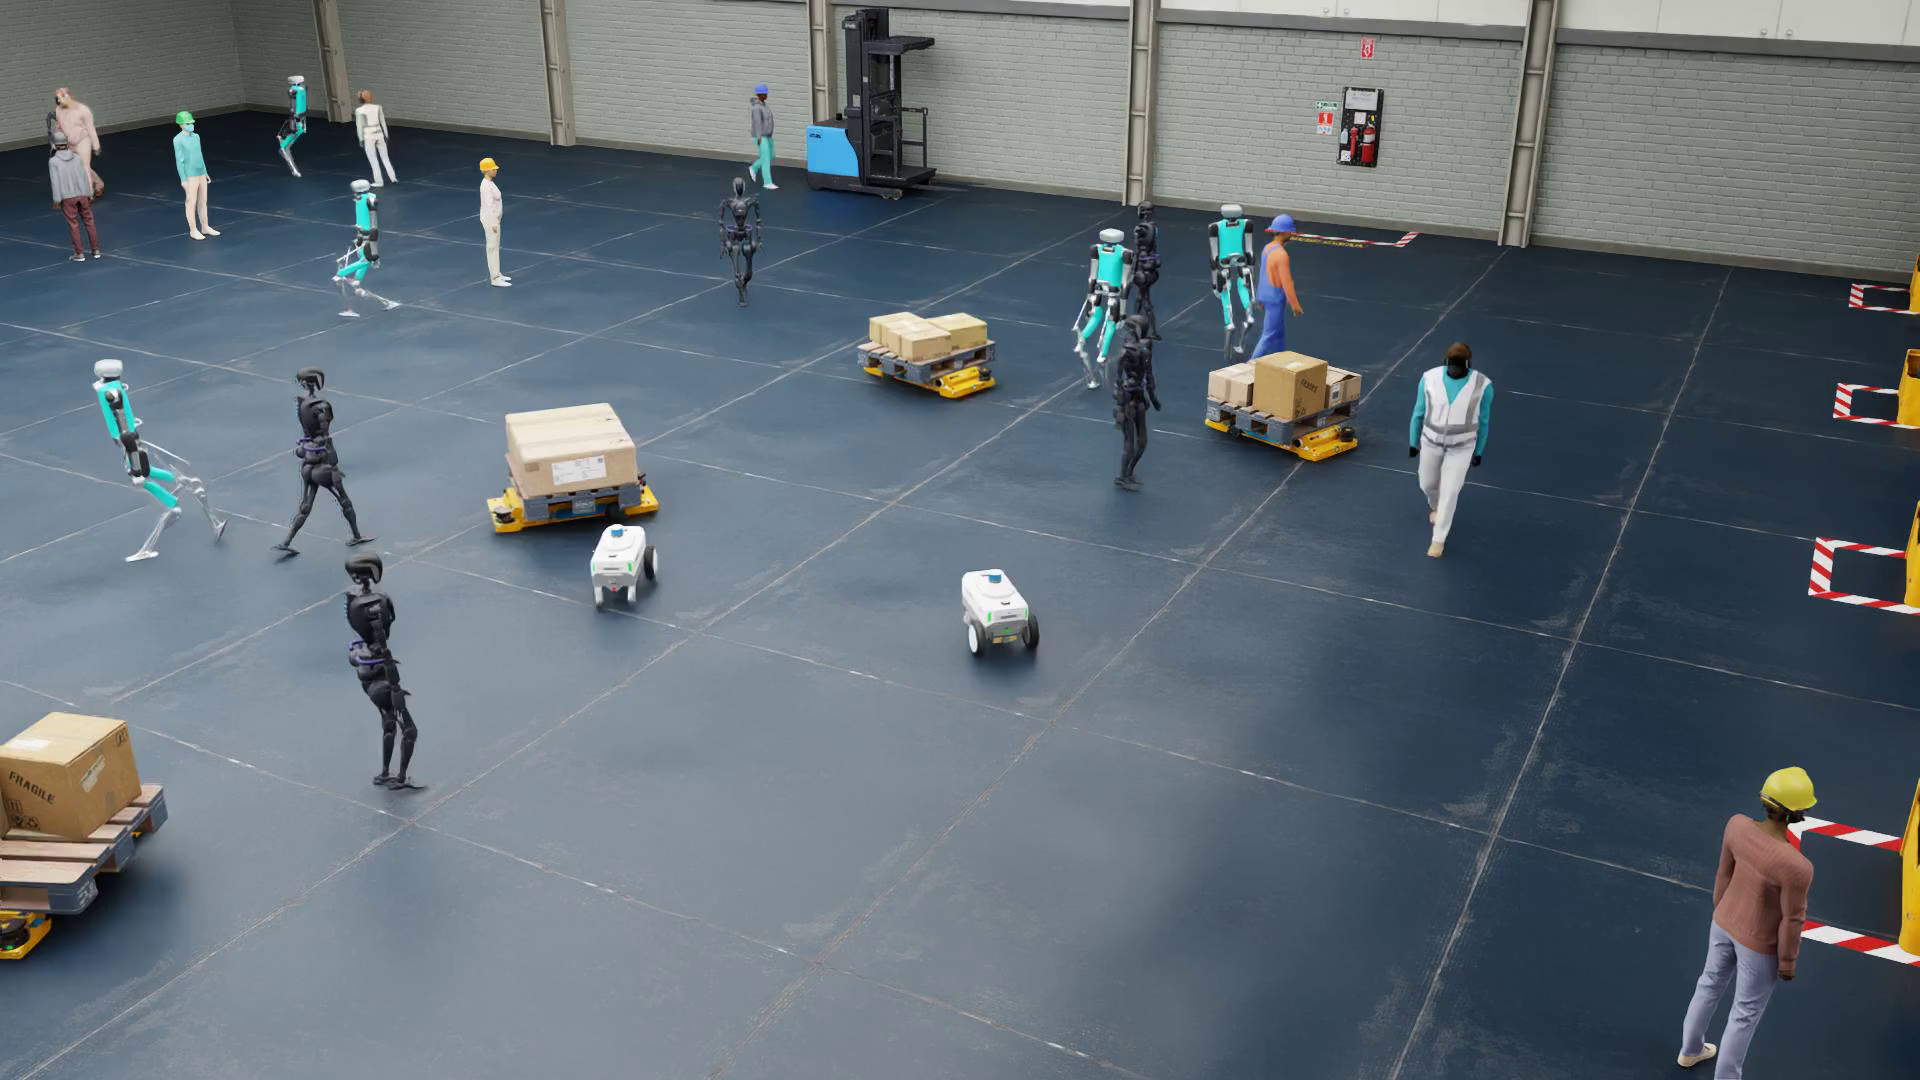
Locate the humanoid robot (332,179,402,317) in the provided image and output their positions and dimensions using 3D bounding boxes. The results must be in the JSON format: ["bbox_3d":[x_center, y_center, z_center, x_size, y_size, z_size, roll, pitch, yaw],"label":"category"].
[{"bbox_3d":[-7.510,-3.551,20.599,1.042,1.738,0.548,-18,29,-35],"label":"humanoid robot"}]

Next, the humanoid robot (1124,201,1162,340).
[{"bbox_3d":[2.173,-3.237,19.930,0.633,1.641,0.598,15,27,30],"label":"humanoid robot"}]

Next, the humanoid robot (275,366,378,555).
[{"bbox_3d":[-5.460,-0.663,14.015,0.814,1.640,0.602,-19,29,-37],"label":"humanoid robot"}]

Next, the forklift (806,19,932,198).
[{"bbox_3d":[-1.573,-7.292,27.850,1.873,2.768,1.129,12,26,25],"label":"forklift"}]

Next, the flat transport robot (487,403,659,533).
[{"bbox_3d":[-3.498,-0.358,14.997,1.431,0.231,0.659,-9,25,-20],"label":"flat transport robot"}]

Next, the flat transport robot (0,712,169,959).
[{"bbox_3d":[-5.392,1.927,9.676,0.659,0.231,1.431,1,23,3],"label":"flat transport robot"}]

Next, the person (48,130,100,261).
[{"bbox_3d":[-12.568,-4.873,23.549,0.365,1.814,0.539,18,29,35],"label":"person"}]

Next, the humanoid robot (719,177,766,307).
[{"bbox_3d":[-2.839,-3.877,21.438,0.600,1.639,0.683,-7,24,-16],"label":"humanoid robot"}]

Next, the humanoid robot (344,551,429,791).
[{"bbox_3d":[-3.647,0.821,10.476,0.335,1.655,0.587,-14,27,-29],"label":"humanoid robot"}]

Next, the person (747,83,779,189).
[{"bbox_3d":[-3.377,-6.857,28.243,0.578,1.758,0.535,8,24,17],"label":"person"}]

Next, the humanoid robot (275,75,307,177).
[{"bbox_3d":[-11.783,-7.227,29.150,0.819,1.785,0.591,1,23,3],"label":"humanoid robot"}]

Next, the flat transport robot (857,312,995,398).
[{"bbox_3d":[-0.358,-1.882,18.545,1.431,0.231,0.659,21,31,40],"label":"flat transport robot"}]

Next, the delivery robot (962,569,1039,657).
[{"bbox_3d":[0.268,0.512,12.588,0.499,0.578,0.746,-7,24,-15],"label":"delivery robot"}]

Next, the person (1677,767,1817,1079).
[{"bbox_3d":[3.787,1.869,7.926,0.344,1.761,0.523,-7,24,-15],"label":"person"}]

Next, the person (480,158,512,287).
[{"bbox_3d":[-6.249,-4.252,22.252,0.316,1.697,0.464,-5,24,-12],"label":"person"}]

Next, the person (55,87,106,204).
[{"bbox_3d":[-14.390,-6.479,27.236,0.640,1.860,0.882,6,24,15],"label":"person"}]

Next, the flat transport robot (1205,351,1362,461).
[{"bbox_3d":[3.270,-1.141,16.818,0.659,0.231,1.431,-19,30,-37],"label":"flat transport robot"}]

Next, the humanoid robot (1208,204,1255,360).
[{"bbox_3d":[3.166,-2.844,19.069,0.569,1.900,0.753,-4,24,-9],"label":"humanoid robot"}]

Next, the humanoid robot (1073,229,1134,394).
[{"bbox_3d":[1.475,-2.407,17.961,0.549,1.803,0.789,18,29,35],"label":"humanoid robot"}]

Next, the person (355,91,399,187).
[{"bbox_3d":[-9.969,-6.835,28.365,0.394,1.617,0.599,18,29,36],"label":"person"}]

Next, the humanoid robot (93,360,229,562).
[{"bbox_3d":[-6.632,-0.708,13.976,0.972,1.761,0.543,-14,27,-30],"label":"humanoid robot"}]

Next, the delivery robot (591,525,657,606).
[{"bbox_3d":[-2.745,0.165,13.425,0.499,0.602,0.801,-1,23,-1],"label":"delivery robot"}]

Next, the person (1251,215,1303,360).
[{"bbox_3d":[3.475,-2.628,18.263,0.812,1.877,0.588,-5,24,-12],"label":"person"}]

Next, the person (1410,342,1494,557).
[{"bbox_3d":[4.149,-0.829,14.139,0.632,1.815,0.798,11,26,25],"label":"person"}]

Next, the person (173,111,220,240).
[{"bbox_3d":[-11.415,-5.439,24.792,0.358,1.872,0.526,8,24,17],"label":"person"}]

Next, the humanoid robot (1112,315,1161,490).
[{"bbox_3d":[1.618,-1.290,15.386,0.326,1.648,0.600,17,29,35],"label":"humanoid robot"}]

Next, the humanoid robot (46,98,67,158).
[{"bbox_3d":[-14.830,-6.542,27.637,0.608,1.623,0.579,-13,26,-27],"label":"humanoid robot"}]
